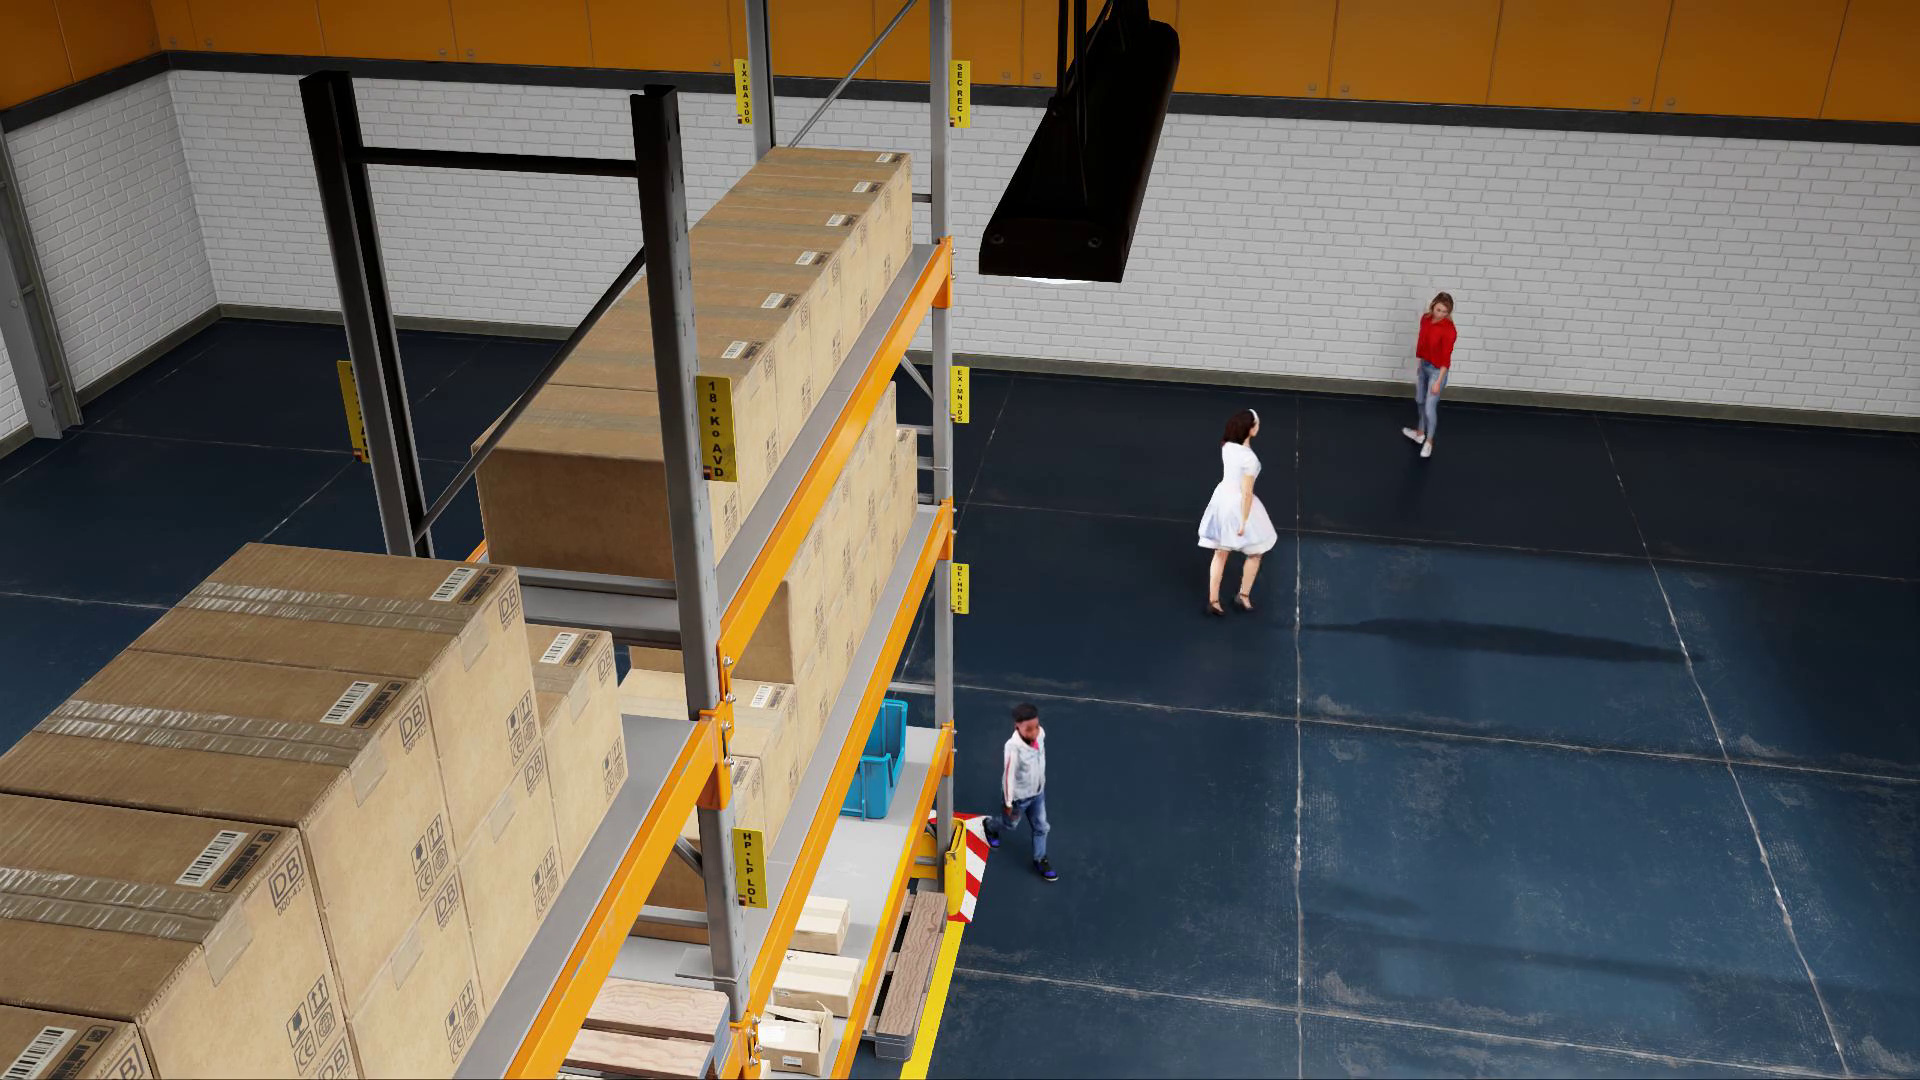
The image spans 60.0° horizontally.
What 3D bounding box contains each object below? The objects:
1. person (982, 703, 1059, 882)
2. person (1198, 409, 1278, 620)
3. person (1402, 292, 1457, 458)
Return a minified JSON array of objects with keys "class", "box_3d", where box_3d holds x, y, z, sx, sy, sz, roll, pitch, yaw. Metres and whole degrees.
[{"class":"person","box_3d":[0.365,1.544,10.547,0.839,1.240,0.867,-21,35,-33]},{"class":"person","box_3d":[2.086,-0.164,13.095,0.974,1.800,0.923,-16,33,-27]},{"class":"person","box_3d":[4.507,-1.618,15.884,0.906,1.682,0.754,-6,29,-11]}]
